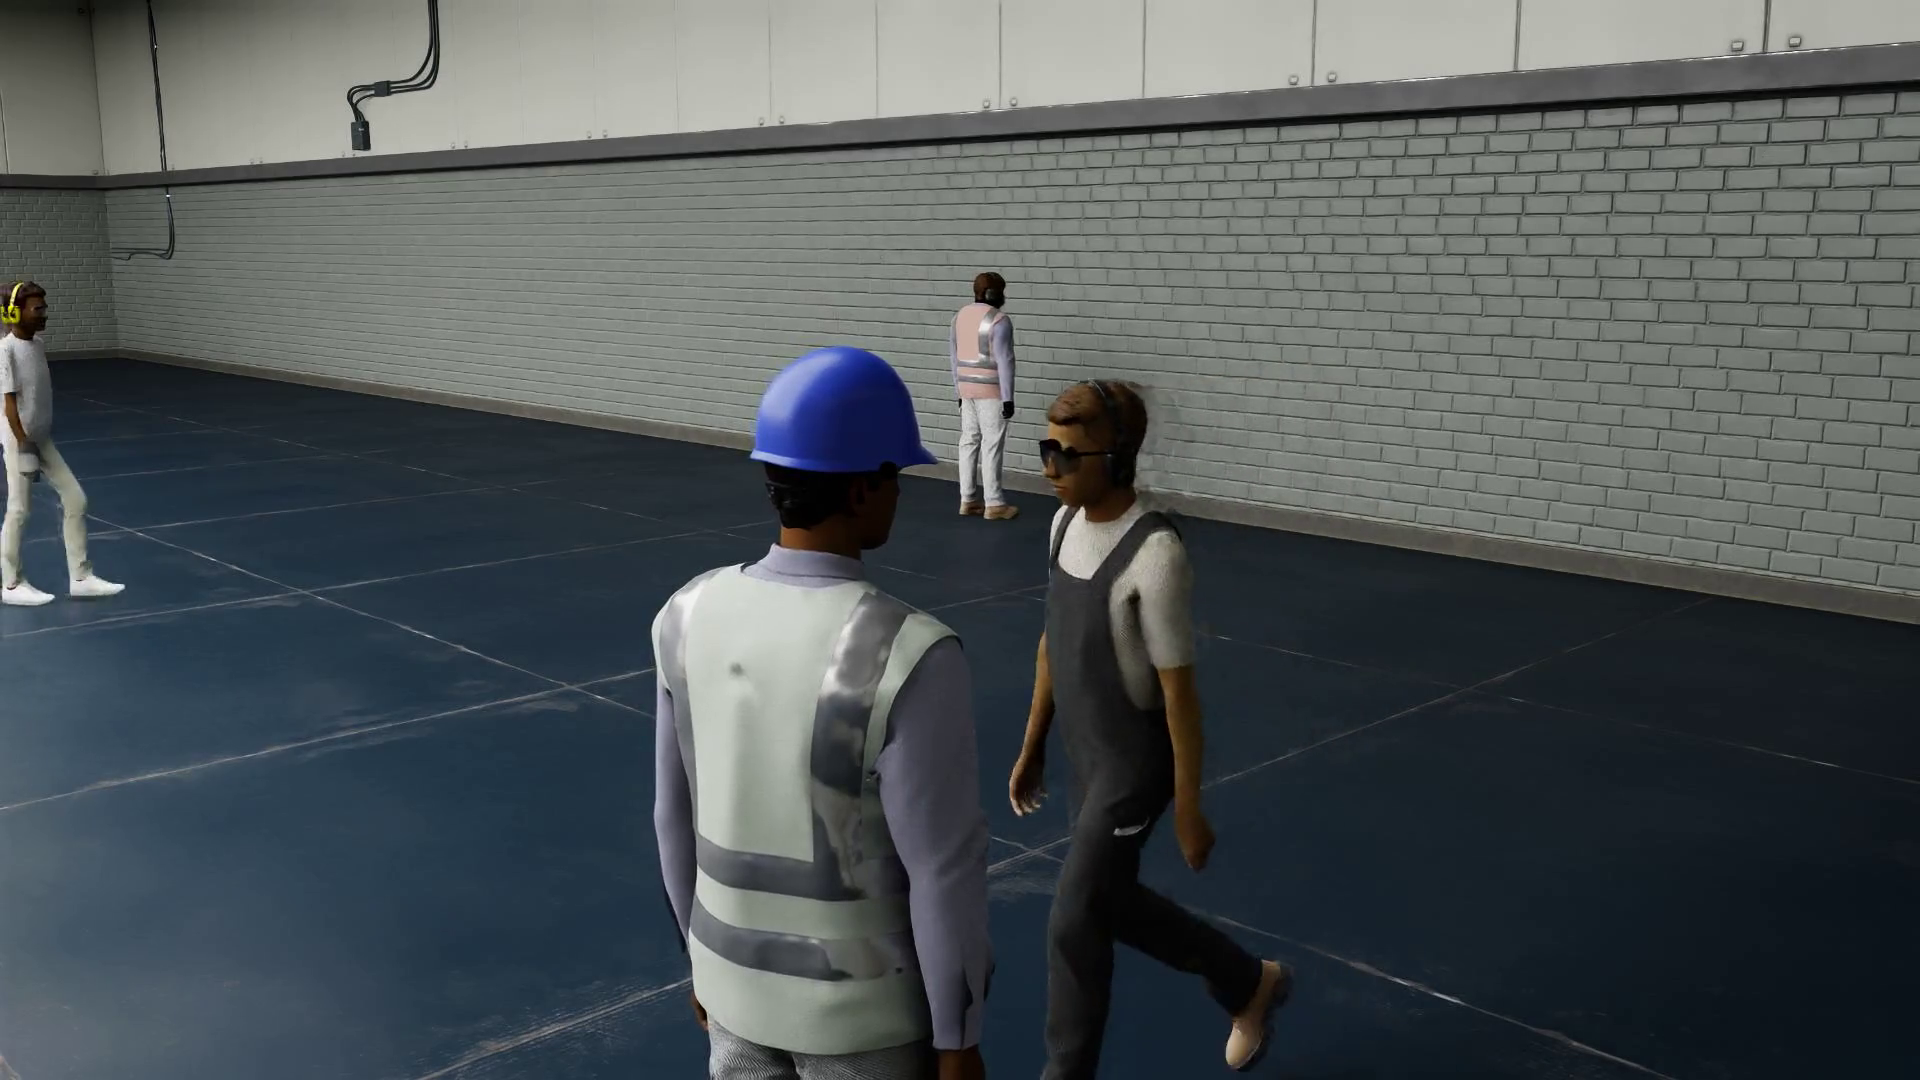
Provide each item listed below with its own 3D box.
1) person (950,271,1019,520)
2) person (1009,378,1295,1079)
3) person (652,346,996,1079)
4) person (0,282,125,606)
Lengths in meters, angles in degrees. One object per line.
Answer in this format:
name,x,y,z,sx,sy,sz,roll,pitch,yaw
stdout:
person,0.203,-1.091,12.524,0.429,1.840,0.630,-8,13,-38
person,0.427,0.520,3.831,0.806,1.815,0.513,-3,11,-18
person,-0.199,0.679,2.578,0.616,1.945,0.398,8,13,37
person,-5.193,-0.538,9.486,0.778,1.839,0.570,0,10,-1
